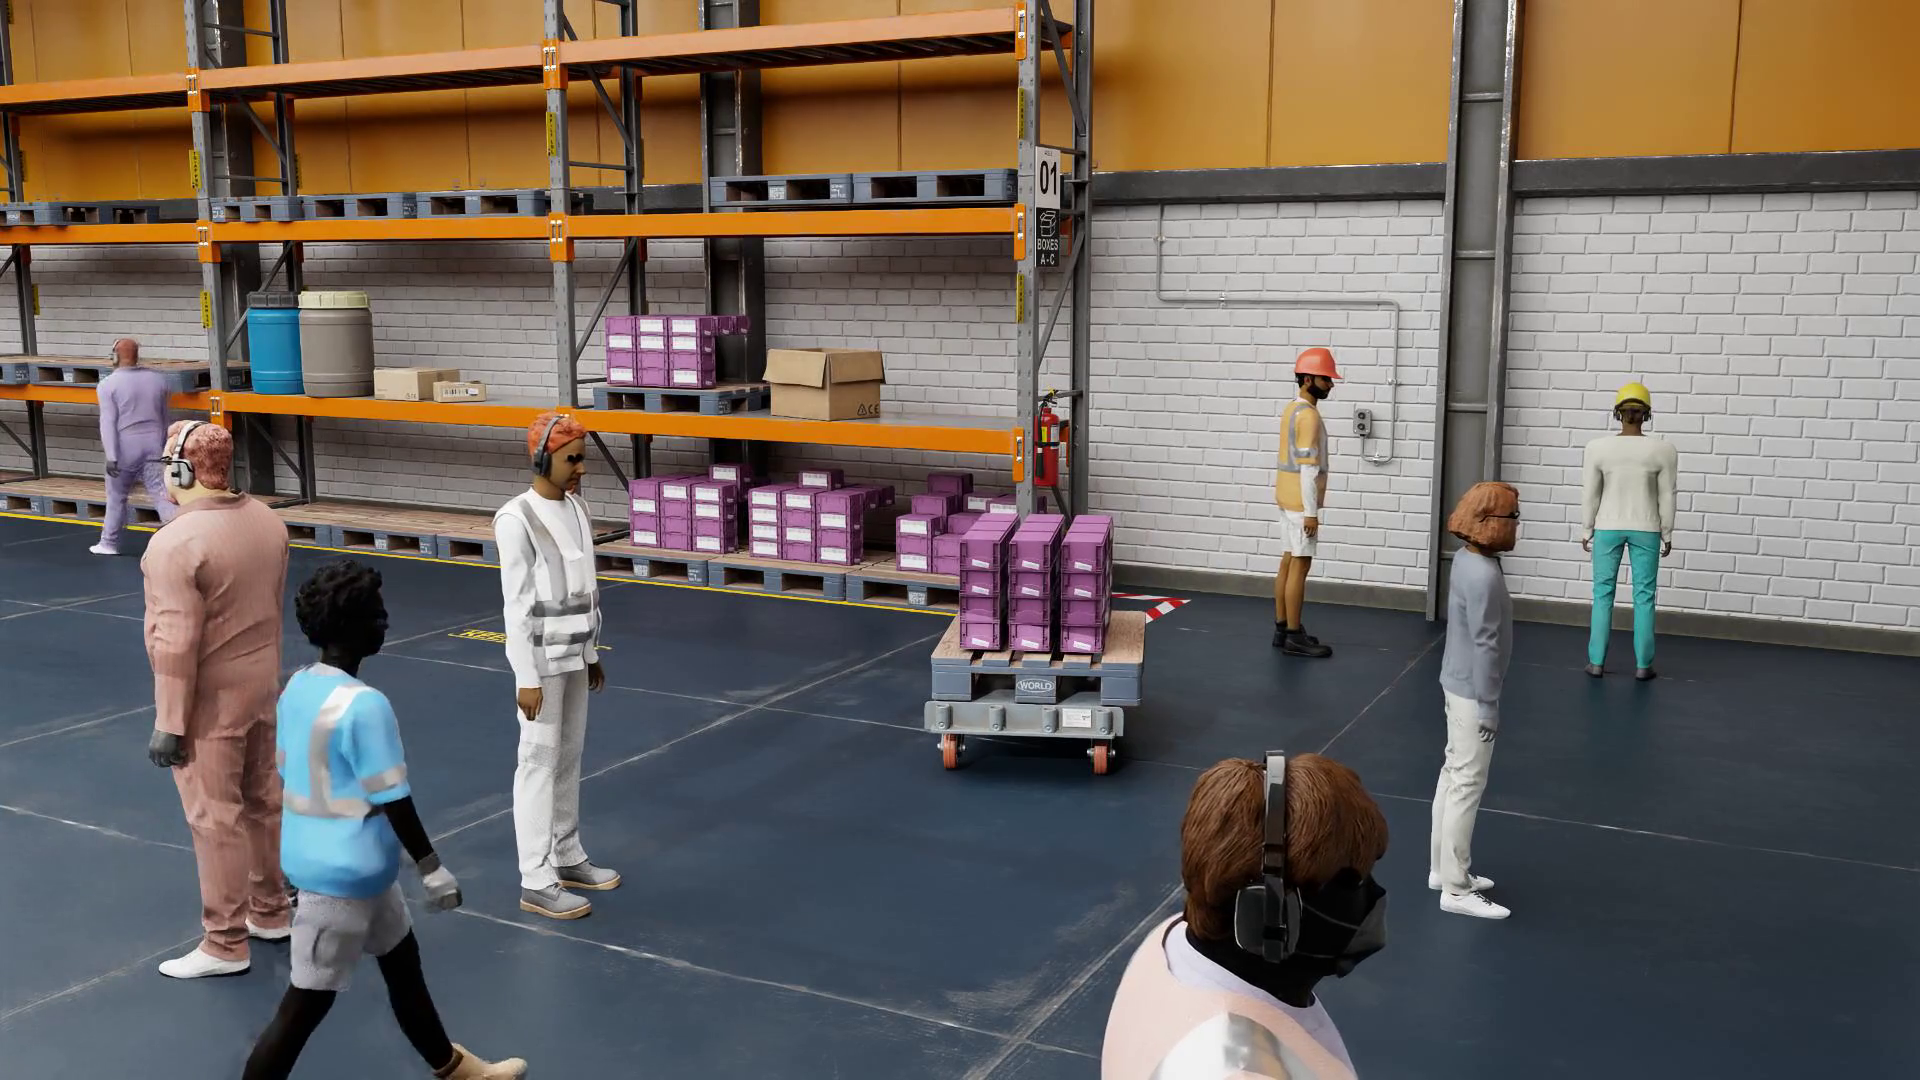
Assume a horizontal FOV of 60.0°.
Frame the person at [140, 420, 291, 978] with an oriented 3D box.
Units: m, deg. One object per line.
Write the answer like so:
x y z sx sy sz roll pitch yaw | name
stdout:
-2.570 0.541 5.724 0.407 1.908 0.641 1 9 9 | person

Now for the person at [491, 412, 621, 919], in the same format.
-1.520 0.461 6.282 0.356 1.887 0.573 2 9 12 | person

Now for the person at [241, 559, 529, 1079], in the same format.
-1.635 0.872 4.473 0.893 1.648 0.531 -6 11 -33 | person

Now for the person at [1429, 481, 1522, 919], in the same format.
1.950 0.588 6.274 0.264 1.632 0.508 1 9 8 | person

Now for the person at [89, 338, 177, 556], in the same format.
-6.924 -0.764 13.944 0.972 1.856 0.658 6 11 32 | person

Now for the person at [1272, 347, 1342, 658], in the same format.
2.173 -0.238 10.446 0.376 1.934 0.547 0 9 -1 | person

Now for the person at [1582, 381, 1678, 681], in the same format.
3.928 -0.048 9.797 0.523 1.766 0.315 4 10 22 | person

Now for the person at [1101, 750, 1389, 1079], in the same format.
0.380 1.159 2.109 0.429 1.842 0.633 0 9 0 | person
